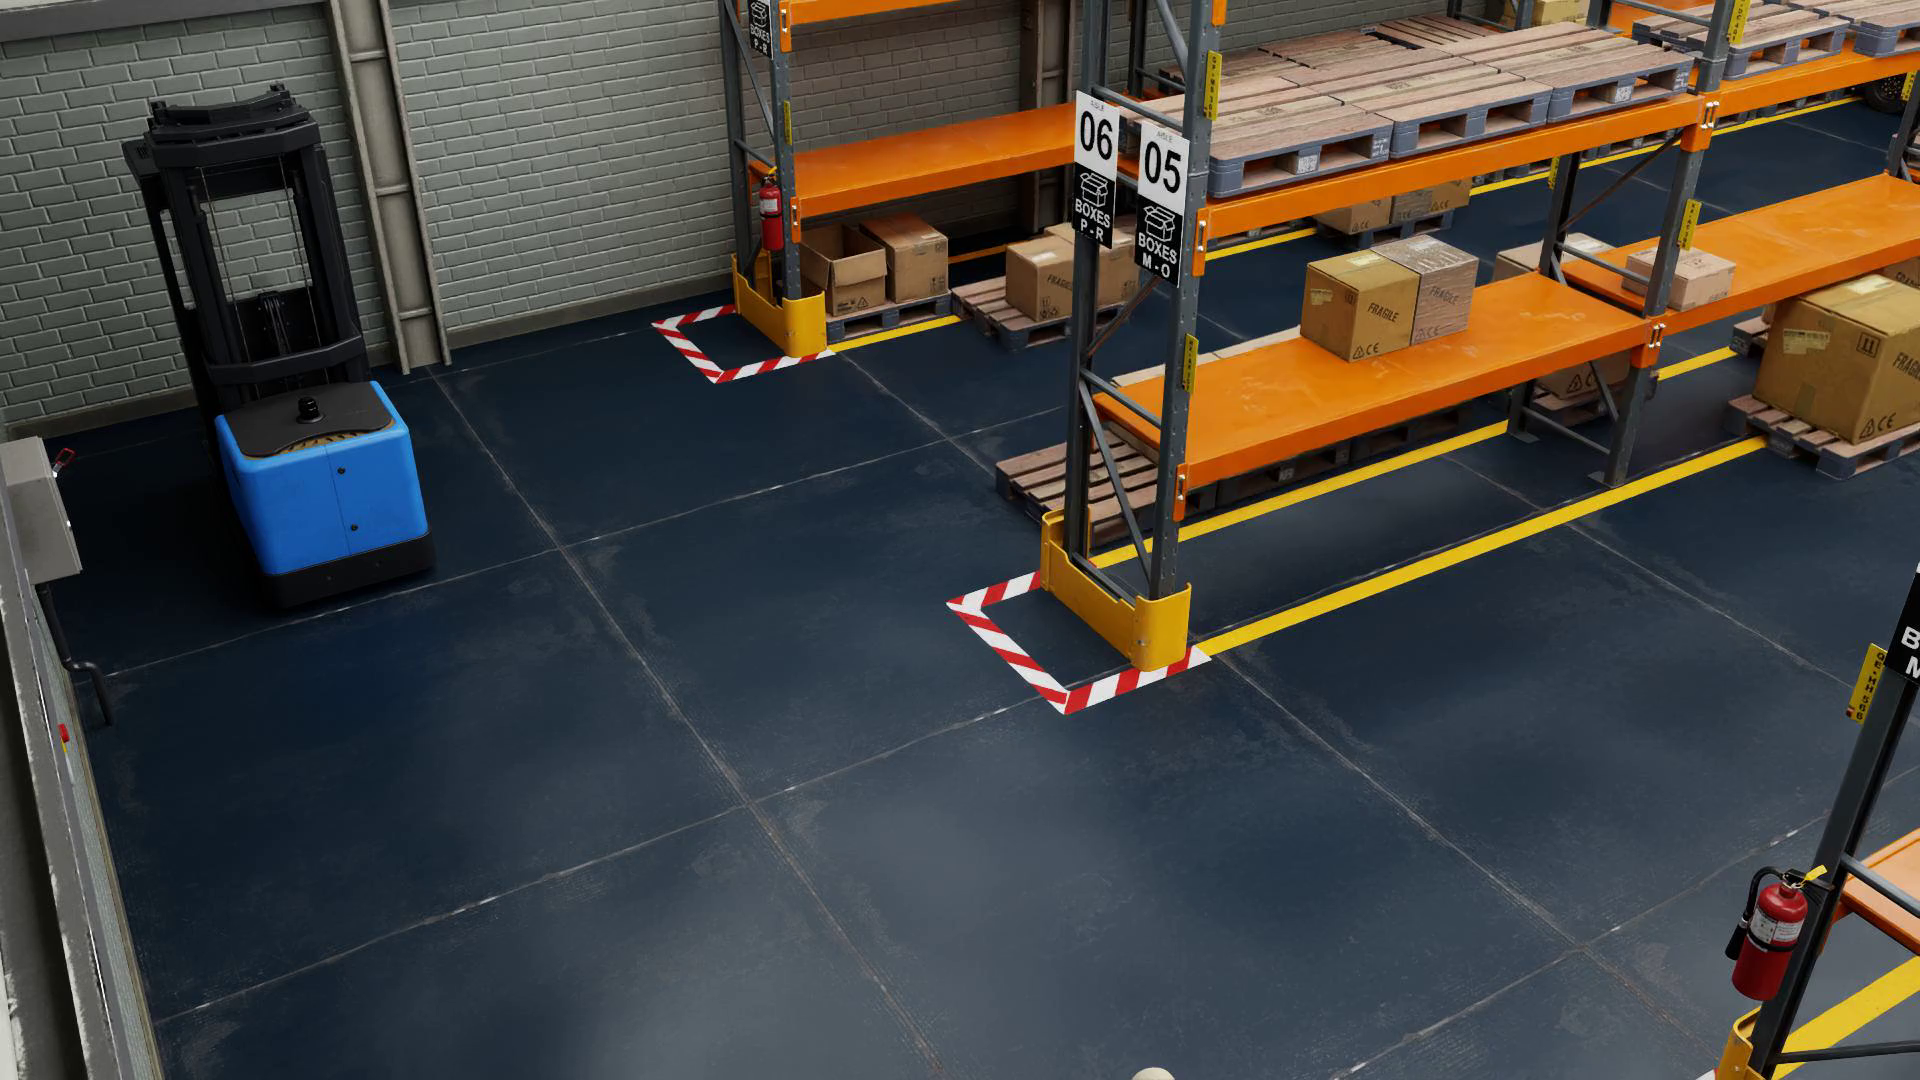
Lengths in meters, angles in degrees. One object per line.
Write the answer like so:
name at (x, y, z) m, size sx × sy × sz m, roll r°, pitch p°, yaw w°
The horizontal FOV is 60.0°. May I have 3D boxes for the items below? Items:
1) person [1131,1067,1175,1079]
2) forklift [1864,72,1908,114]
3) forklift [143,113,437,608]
person at (0.573, 2.402, 5.606) m, size 0.588 × 1.796 × 0.395 m, roll -17°, pitch 36°, yaw -26°
forklift at (11.468, -5.645, 18.244) m, size 1.214 × 2.155 × 2.313 m, roll -17°, pitch 36°, yaw -26°
forklift at (-4.289, -1.259, 10.509) m, size 1.129 × 2.768 × 1.873 m, roll -17°, pitch 36°, yaw -26°
